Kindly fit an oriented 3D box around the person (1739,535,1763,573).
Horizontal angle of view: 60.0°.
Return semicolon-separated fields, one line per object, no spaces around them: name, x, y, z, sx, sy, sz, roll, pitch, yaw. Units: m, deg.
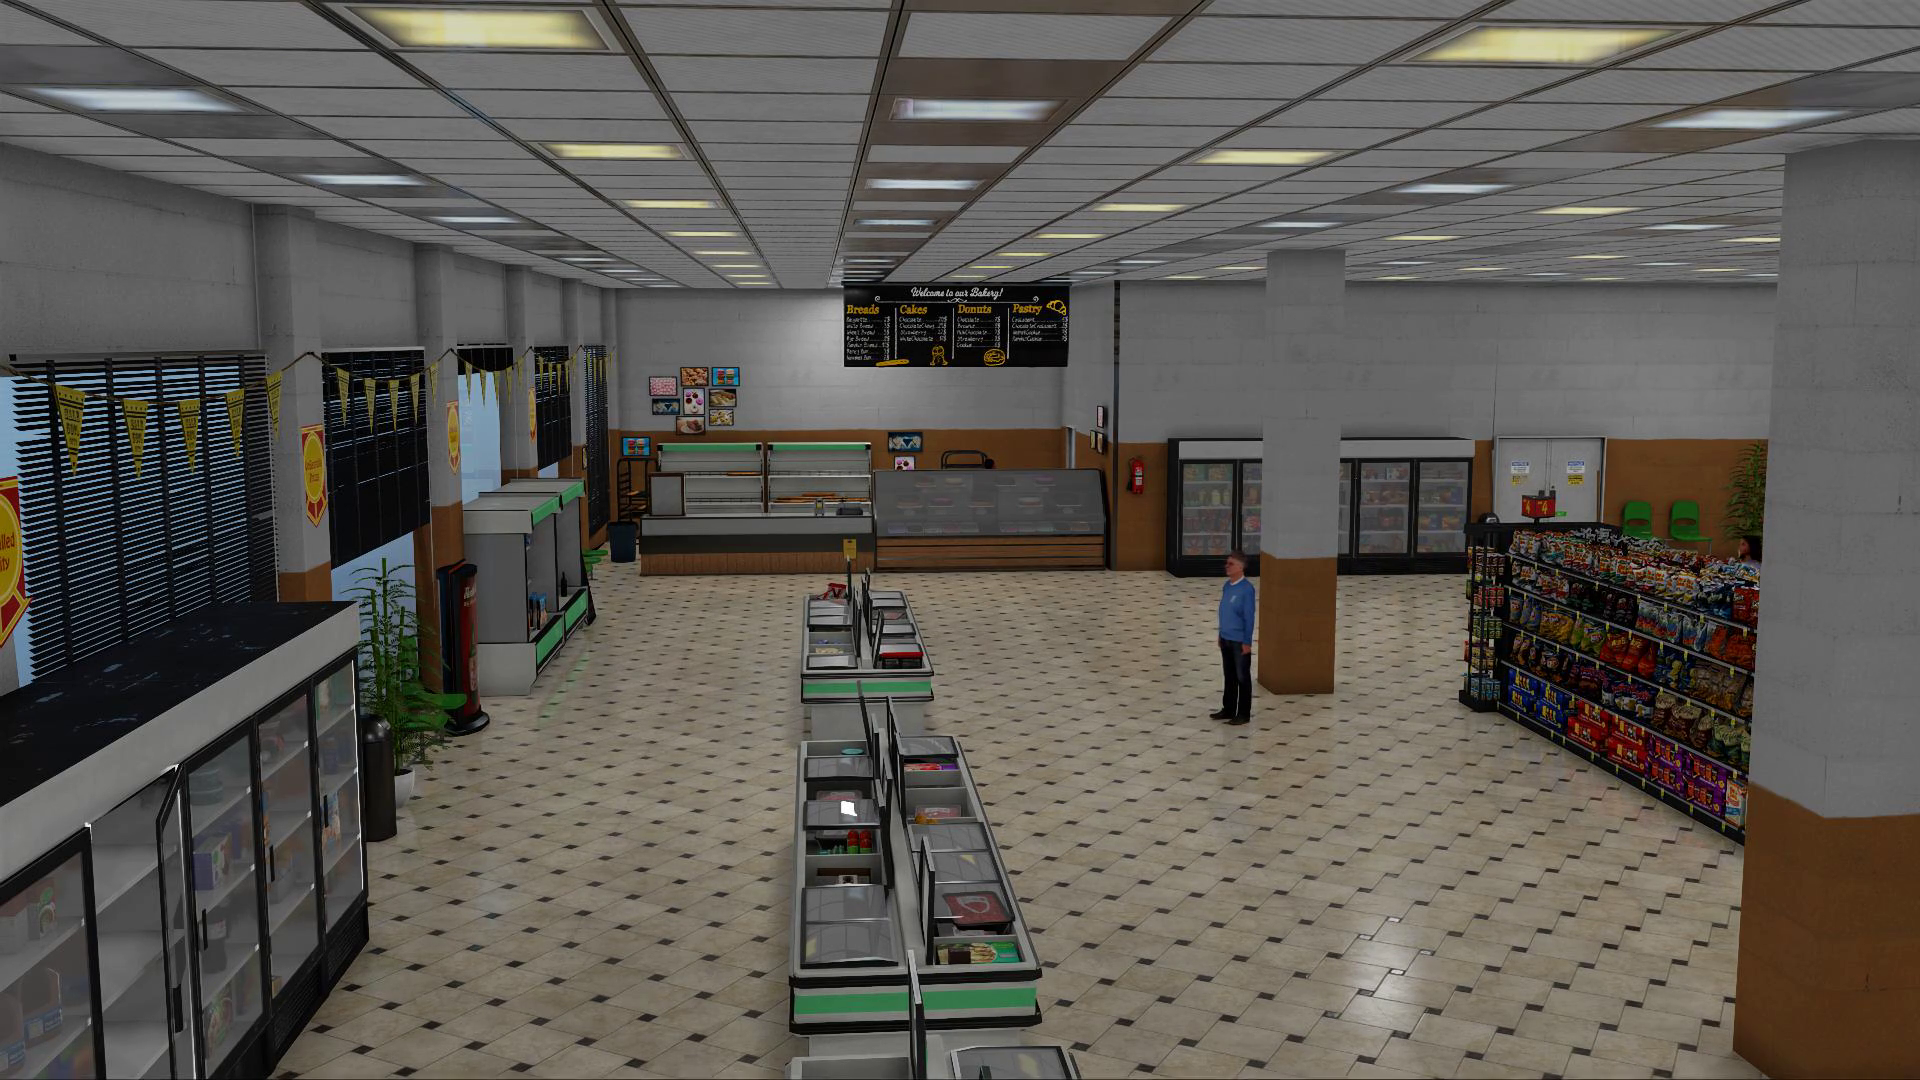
person;9.342;0.806;19.511;0.694;1.718;0.649;-1;7;-5

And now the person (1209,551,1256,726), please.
person;2.899;1.006;17.435;0.791;1.820;0.643;-4;8;-27
